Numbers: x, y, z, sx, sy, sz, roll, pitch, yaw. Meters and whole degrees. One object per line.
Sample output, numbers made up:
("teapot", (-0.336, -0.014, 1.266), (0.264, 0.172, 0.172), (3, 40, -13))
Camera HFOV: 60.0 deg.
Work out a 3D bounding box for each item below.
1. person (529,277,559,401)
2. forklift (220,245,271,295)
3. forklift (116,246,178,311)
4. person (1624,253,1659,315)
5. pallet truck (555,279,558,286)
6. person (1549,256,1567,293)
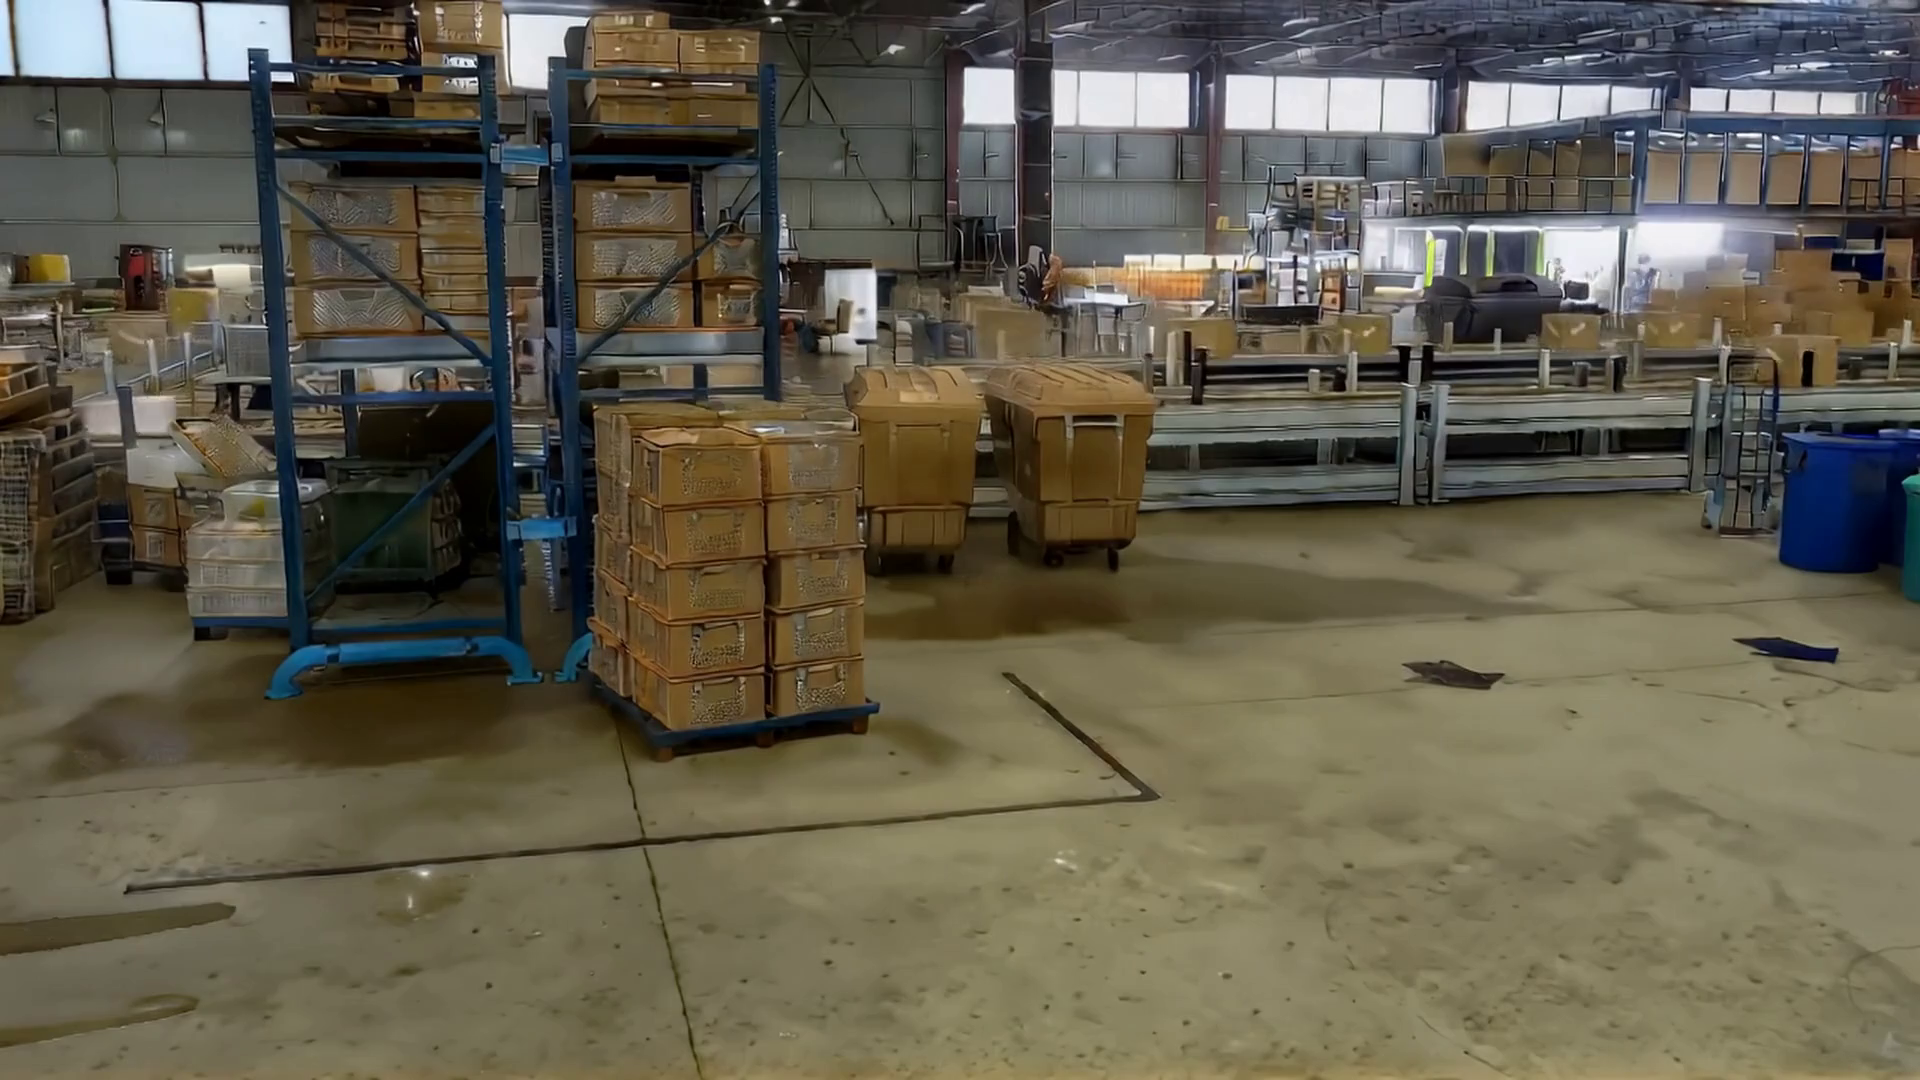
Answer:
("person", (-5.494, -2.675, 22.341), (0.549, 1.719, 0.900), (-10, 14, -44))
("forklift", (-17.749, -6.334, 41.440), (1.157, 1.987, 2.680), (-3, 10, -17))
("forklift", (-19.966, -6.232, 40.894), (1.157, 1.987, 2.680), (-3, 10, -15))
("person", (13.858, -4.839, 33.871), (0.633, 1.985, 1.033), (4, 11, 20))
("pallet truck", (-10.604, -6.375, 44.520), (0.653, 1.274, 1.630), (-3, 10, -15))
("person", (17.578, -7.416, 48.843), (0.587, 1.867, 0.698), (-2, 10, -12))
